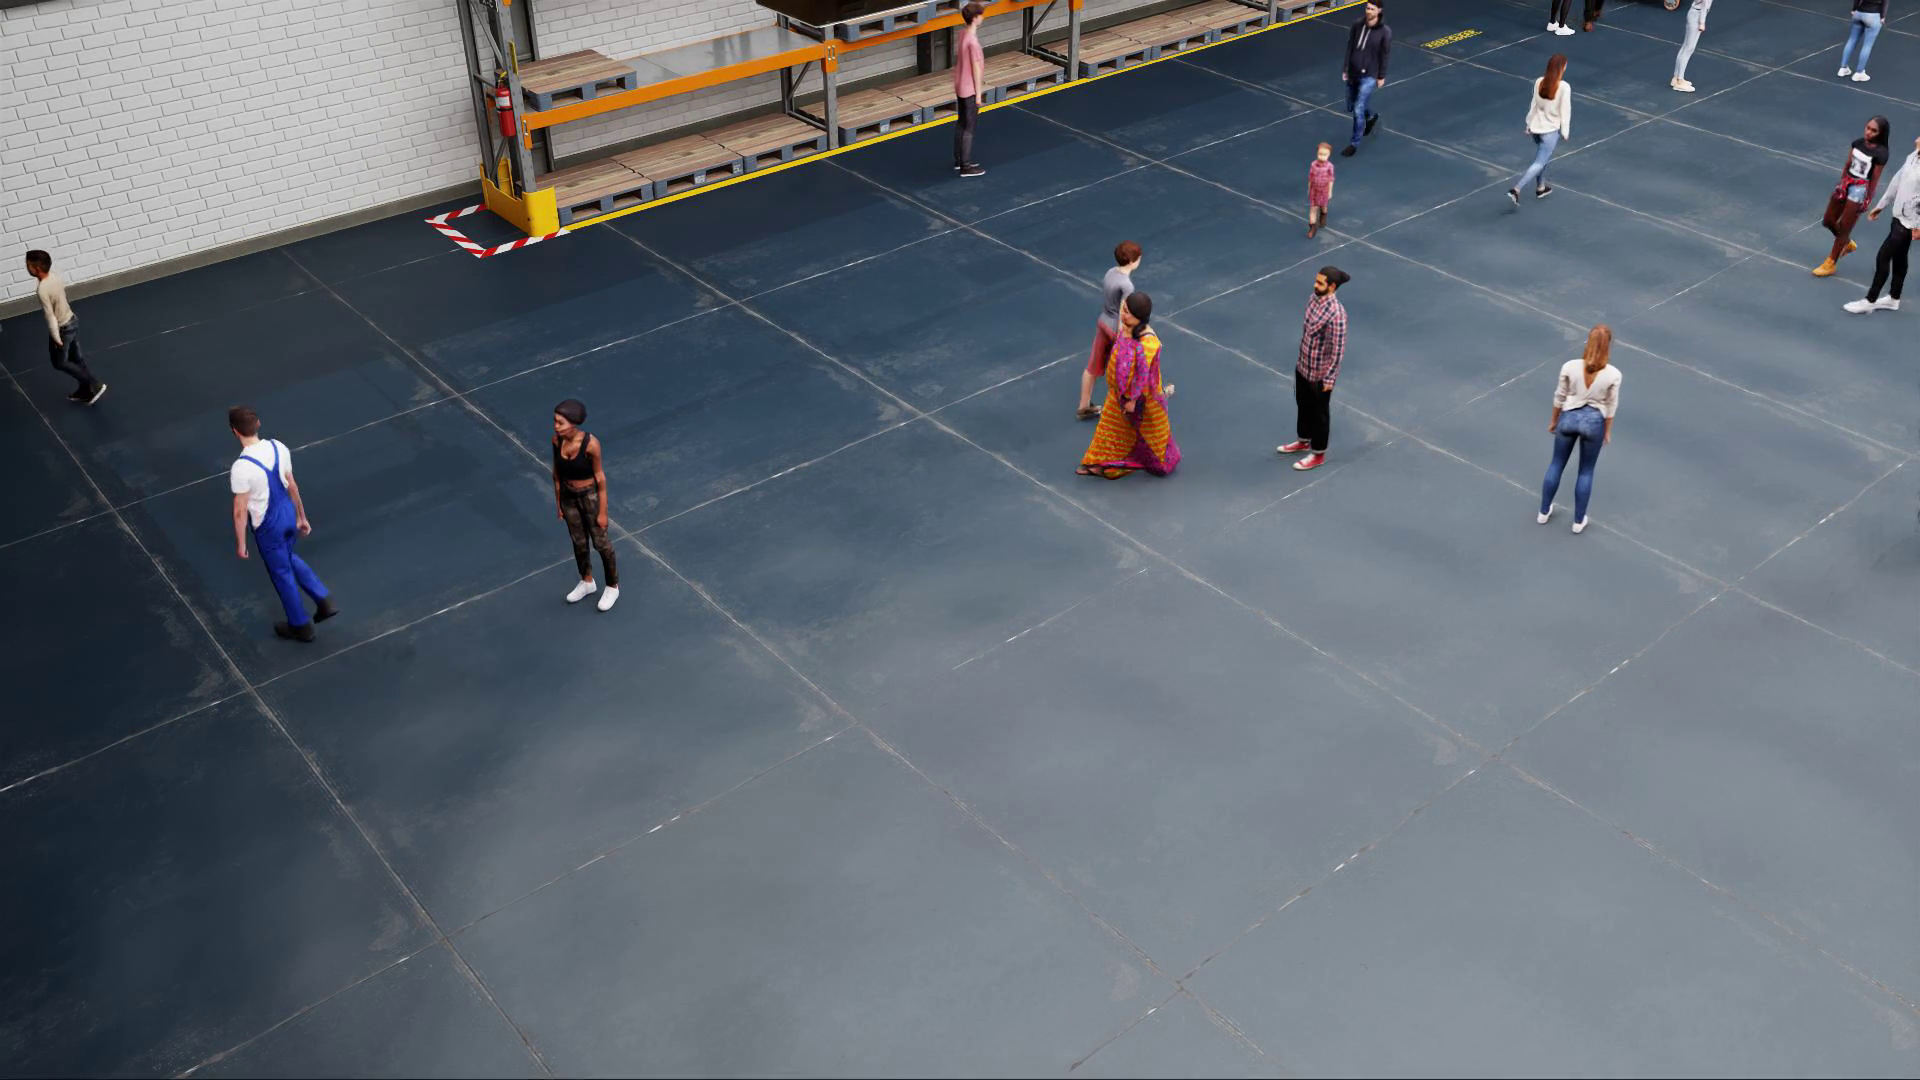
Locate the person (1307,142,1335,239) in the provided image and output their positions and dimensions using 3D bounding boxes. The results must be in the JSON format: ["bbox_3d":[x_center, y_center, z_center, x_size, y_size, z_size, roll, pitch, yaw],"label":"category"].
[{"bbox_3d":[3.874,-3.783,17.832,0.617,1.010,0.771,13,36,19],"label":"person"}]

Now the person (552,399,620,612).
[{"bbox_3d":[-2.691,-0.271,11.926,0.653,1.699,0.649,14,36,20],"label":"person"}]

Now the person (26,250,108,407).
[{"bbox_3d":[-7.765,-1.850,14.526,0.772,1.452,0.705,-4,34,-6],"label":"person"}]

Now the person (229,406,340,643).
[{"bbox_3d":[-4.661,-0.070,11.501,0.883,1.836,0.835,12,36,18],"label":"person"}]

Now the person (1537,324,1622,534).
[{"bbox_3d":[4.771,-0.860,12.796,0.677,1.718,0.647,17,37,24],"label":"person"}]

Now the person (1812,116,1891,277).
[{"bbox_3d":[9.041,-3.438,16.688,0.866,1.702,0.759,-9,35,-13],"label":"person"}]

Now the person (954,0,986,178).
[{"bbox_3d":[0.082,-5.157,19.045,0.659,1.956,0.674,-12,35,-17],"label":"person"}]

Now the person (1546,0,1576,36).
[{"bbox_3d":[8.688,-8.133,23.689,0.661,1.771,0.688,-9,35,-13],"label":"person"}]

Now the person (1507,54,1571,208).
[{"bbox_3d":[6.388,-4.455,18.256,1.119,1.659,0.725,-18,38,-25],"label":"person"}]

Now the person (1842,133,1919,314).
[{"bbox_3d":[9.195,-3.085,15.970,1.001,1.909,0.942,3,34,5],"label":"person"}]

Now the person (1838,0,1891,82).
[{"bbox_3d":[12.023,-6.936,22.014,0.638,1.632,0.688,-15,37,-22],"label":"person"}]

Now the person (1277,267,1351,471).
[{"bbox_3d":[2.925,-1.424,13.605,0.727,1.761,0.774,-10,35,-15],"label":"person"}]

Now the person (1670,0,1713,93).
[{"bbox_3d":[9.569,-6.766,21.610,0.726,1.796,0.641,7,34,10],"label":"person"}]

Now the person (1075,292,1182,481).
[{"bbox_3d":[1.480,-1.237,13.400,1.229,1.677,0.907,-11,35,-17],"label":"person"}]

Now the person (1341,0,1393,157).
[{"bbox_3d":[4.818,-5.513,19.661,0.718,1.867,1.073,29,43,36],"label":"person"}]

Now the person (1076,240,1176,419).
[{"bbox_3d":[1.253,-1.753,14.246,1.181,1.601,0.800,-14,36,-20],"label":"person"}]
